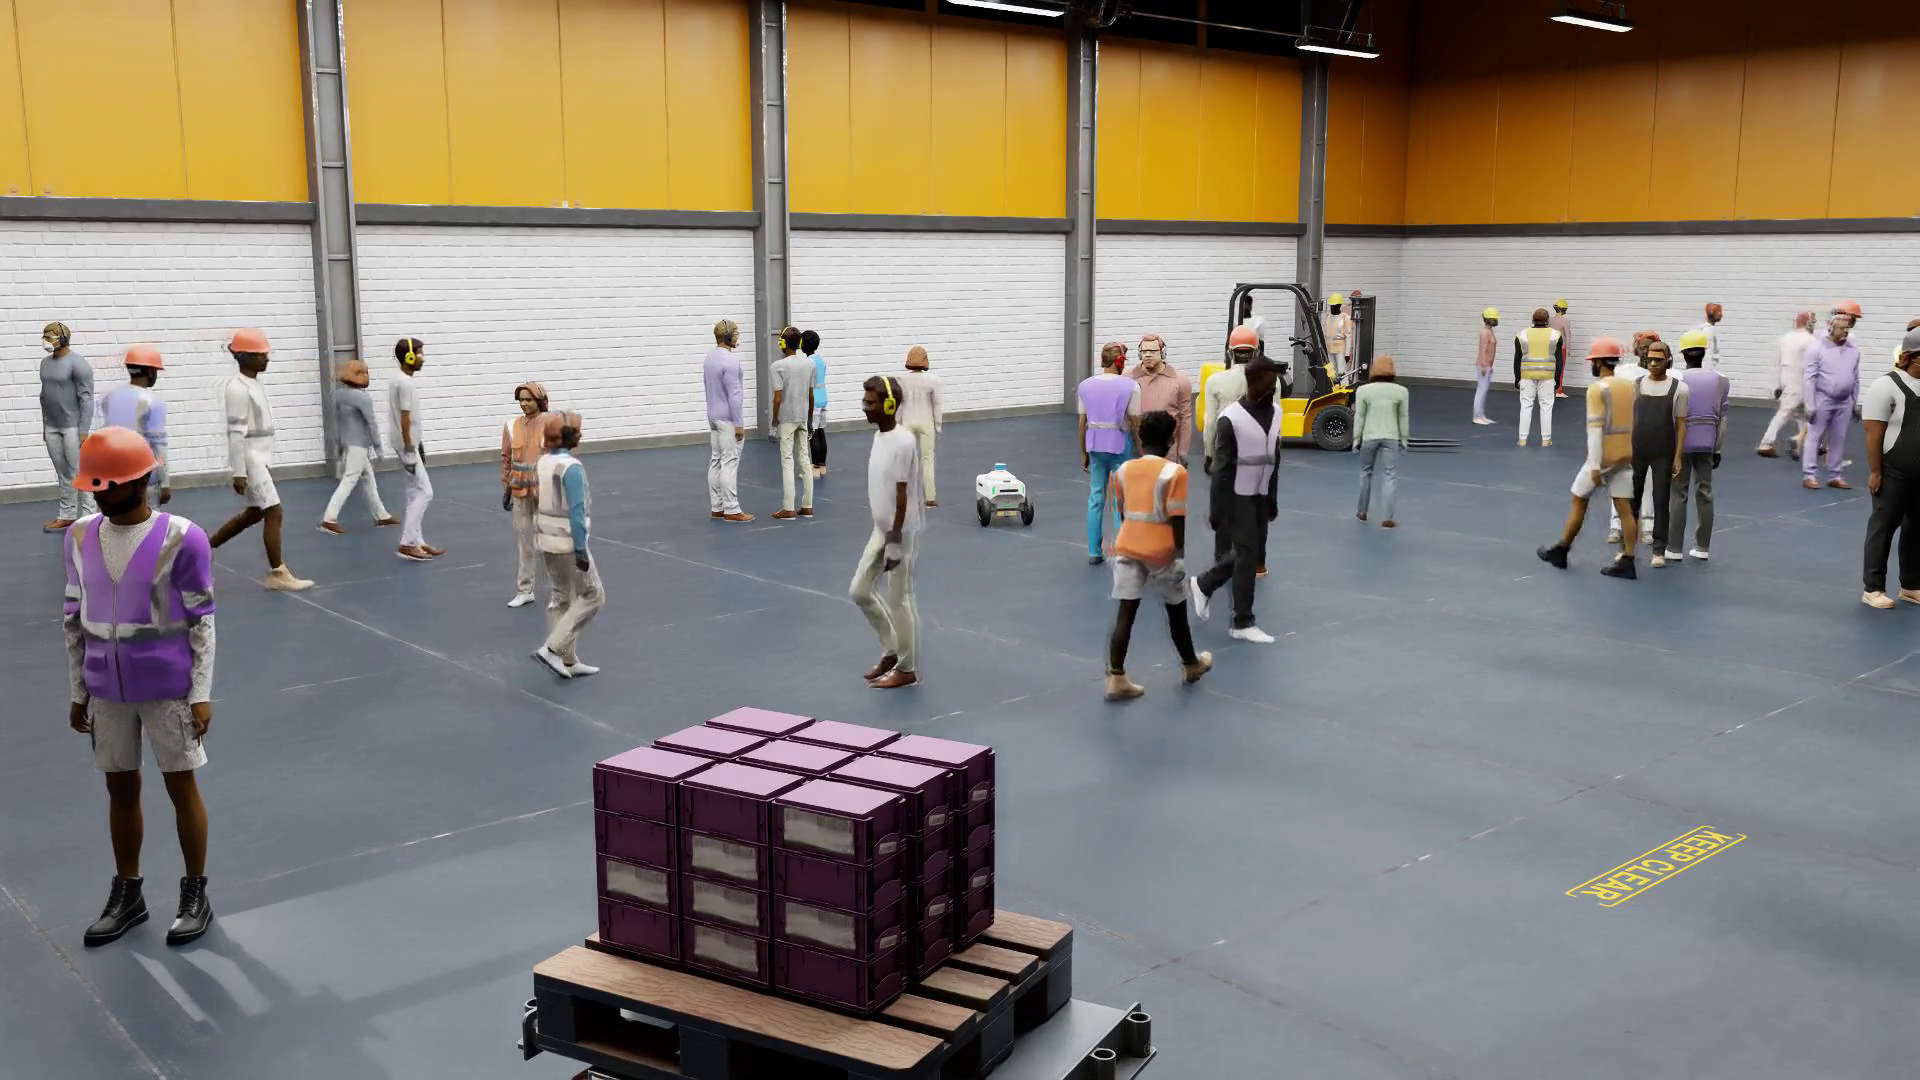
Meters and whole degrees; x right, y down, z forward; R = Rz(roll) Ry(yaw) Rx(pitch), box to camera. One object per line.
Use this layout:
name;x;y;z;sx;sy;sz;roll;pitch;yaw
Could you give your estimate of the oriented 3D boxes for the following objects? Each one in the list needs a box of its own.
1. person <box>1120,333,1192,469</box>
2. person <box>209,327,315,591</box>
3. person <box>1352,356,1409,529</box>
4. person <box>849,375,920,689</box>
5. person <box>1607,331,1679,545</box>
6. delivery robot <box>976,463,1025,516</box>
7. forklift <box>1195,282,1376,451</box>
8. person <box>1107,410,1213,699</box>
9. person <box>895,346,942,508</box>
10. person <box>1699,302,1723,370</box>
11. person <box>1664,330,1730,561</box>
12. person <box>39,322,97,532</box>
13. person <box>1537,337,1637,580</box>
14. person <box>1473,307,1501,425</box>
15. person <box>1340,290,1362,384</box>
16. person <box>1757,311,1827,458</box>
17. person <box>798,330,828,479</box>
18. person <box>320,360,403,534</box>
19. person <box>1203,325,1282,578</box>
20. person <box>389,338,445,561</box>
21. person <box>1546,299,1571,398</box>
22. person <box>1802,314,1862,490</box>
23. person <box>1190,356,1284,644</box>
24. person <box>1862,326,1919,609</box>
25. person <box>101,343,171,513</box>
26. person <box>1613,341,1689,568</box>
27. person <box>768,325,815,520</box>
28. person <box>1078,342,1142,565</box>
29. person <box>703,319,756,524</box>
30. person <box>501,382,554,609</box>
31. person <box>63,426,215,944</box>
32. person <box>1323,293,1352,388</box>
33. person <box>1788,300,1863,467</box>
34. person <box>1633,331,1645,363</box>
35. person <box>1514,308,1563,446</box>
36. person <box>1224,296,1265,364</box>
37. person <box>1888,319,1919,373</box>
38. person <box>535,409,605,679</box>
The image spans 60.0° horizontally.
person;1.565;-0.741;13.670;0.651;1.906;0.403;2;10;14
person;-5.418;-0.594;12.527;0.885;2.019;0.612;-2;10;-10
person;3.960;-0.928;15.691;0.527;1.592;0.692;1;10;7
person;-0.423;-0.030;9.686;0.417;1.854;0.512;-5;11;-27
person;6.002;-0.897;14.656;0.572;1.883;0.356;4;10;20
delivery robot;0.385;-0.487;15.863;0.477;0.478;0.707;-2;10;-12
forklift;4.328;-2.346;22.227;2.313;2.155;1.214;3;10;16
person;1.150;0.074;9.637;0.575;1.639;0.871;9;13;44
person;-0.425;-1.130;16.748;0.500;1.633;0.279;1;10;6
person;10.839;-2.488;24.014;0.471;1.862;0.607;4;11;23
person;6.065;-0.776;13.838;0.584;1.919;0.382;-1;10;-6
person;-8.187;-1.025;15.242;0.629;1.940;0.373;5;11;25
person;5.078;-0.665;13.268;0.546;1.885;0.937;-5;11;-27
person;7.970;-2.626;25.124;0.331;1.765;0.533;5;11;27
person;7.343;-3.685;30.908;0.642;1.909;0.408;3;10;17
person;10.548;-1.946;20.903;1.045;1.852;0.632;0;10;1
person;-1.683;-1.537;18.942;0.321;1.697;0.530;3;10;15
person;-5.560;-0.856;15.295;0.517;1.591;0.859;9;13;41
person;2.218;-0.688;13.093;0.612;1.997;0.375;1;10;6
person;-4.557;-0.753;13.885;0.384;1.857;0.589;-4;10;-21
person;10.725;-3.430;29.831;0.325;1.765;0.533;-7;12;-34
person;9.495;-1.498;18.104;0.651;1.907;0.401;-1;10;-6
person;1.829;-0.294;11.088;0.613;1.894;0.734;-9;13;-44
person;6.878;-0.519;11.980;0.687;2.000;0.538;-2;10;-13
person;-6.007;-0.482;12.147;0.568;1.904;0.553;3;10;15
person;5.642;-0.694;13.577;0.506;1.846;0.346;6;11;31
person;-1.623;-1.129;16.050;0.513;1.872;0.328;-9;13;-42
person;1.224;-0.689;13.568;0.564;1.837;0.388;6;11;30
person;-2.218;-1.125;15.830;0.372;1.940;0.631;-6;11;-32
person;-3.055;-0.320;11.988;0.522;1.640;0.306;2;10;12
person;-3.016;0.540;6.108;0.542;1.928;0.374;0;10;1
person;6.334;-3.195;28.041;0.424;1.913;0.599;-6;11;-30
person;10.366;-1.854;19.860;0.742;2.014;0.636;-2;10;-13
person;8.263;-1.704;20.123;0.317;1.632;0.526;3;10;19
person;7.717;-2.169;22.222;0.626;1.844;0.429;3;10;19
person;4.611;-3.003;26.915;0.623;1.923;1.021;3;10;19
person;10.562;-1.528;18.471;0.429;1.841;0.633;-5;11;-28
person;-2.330;0.039;9.891;0.364;1.626;0.534;-7;12;-35
